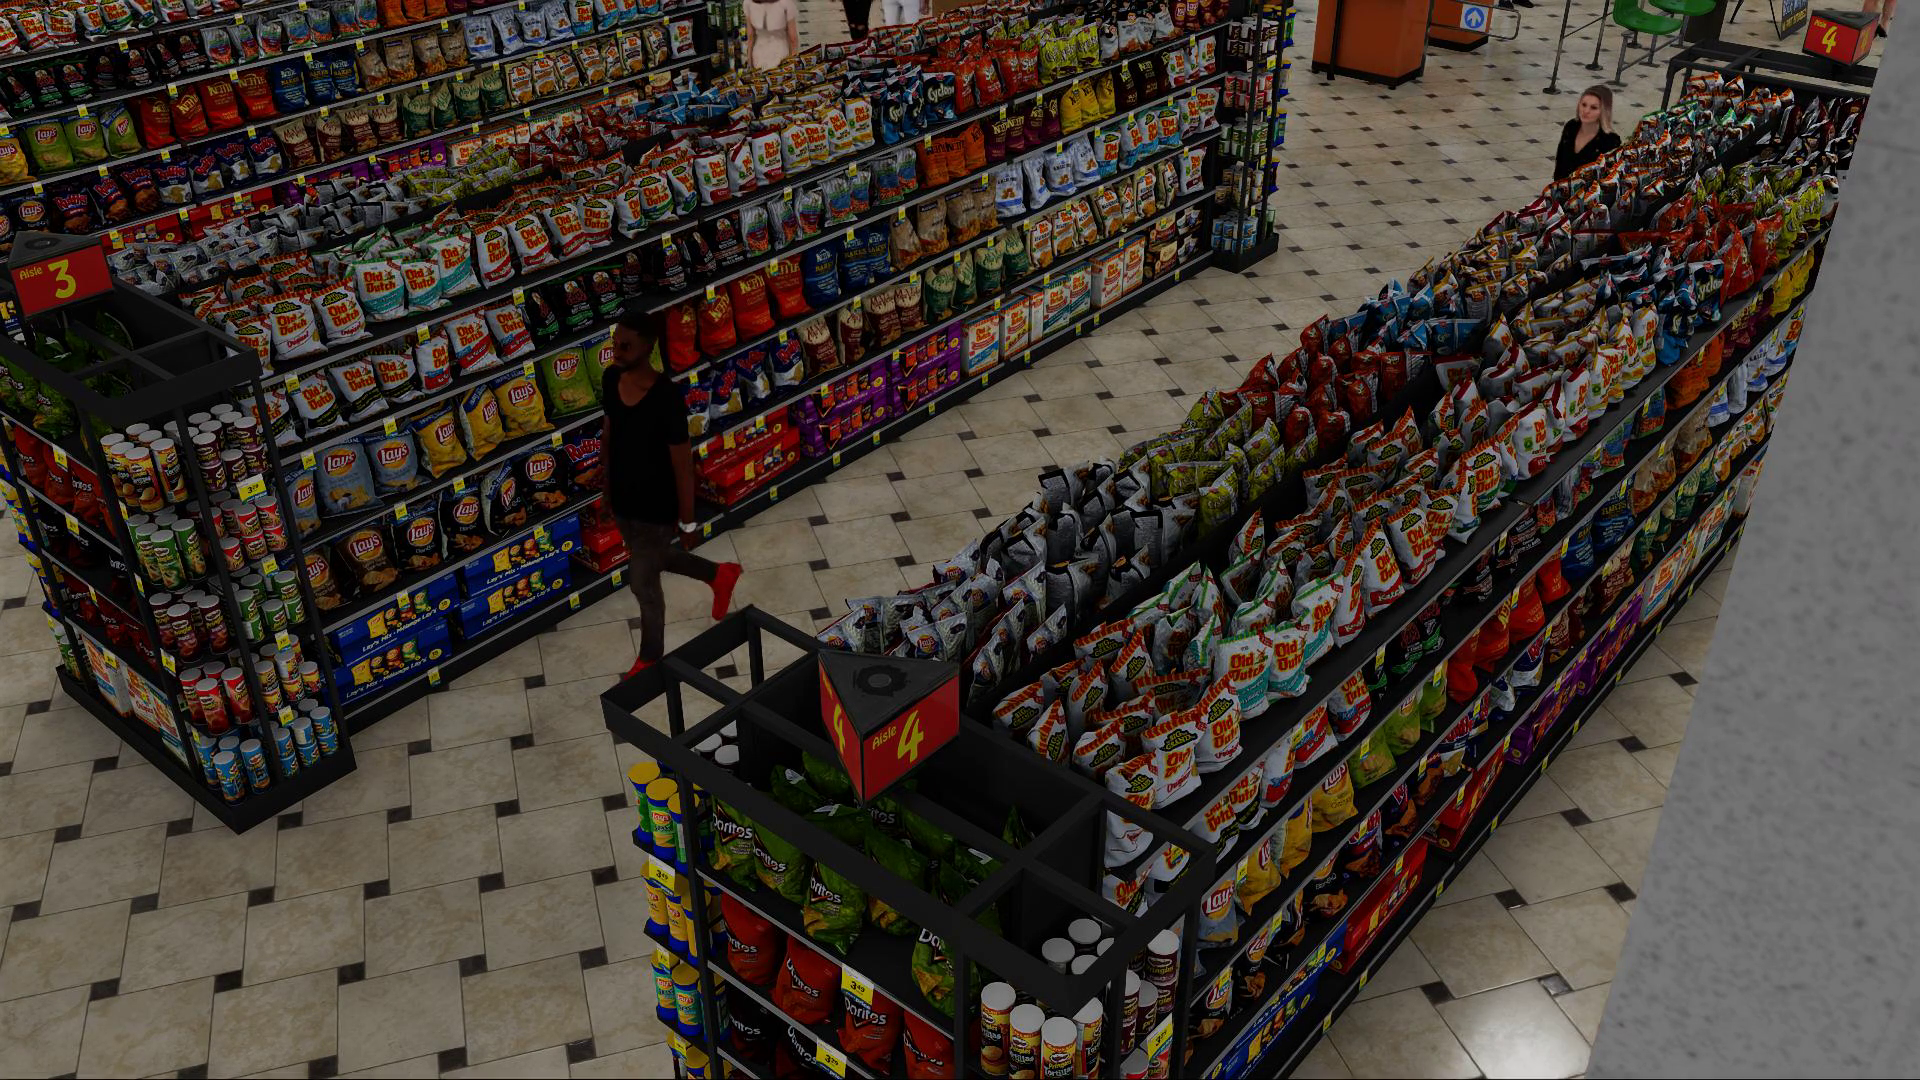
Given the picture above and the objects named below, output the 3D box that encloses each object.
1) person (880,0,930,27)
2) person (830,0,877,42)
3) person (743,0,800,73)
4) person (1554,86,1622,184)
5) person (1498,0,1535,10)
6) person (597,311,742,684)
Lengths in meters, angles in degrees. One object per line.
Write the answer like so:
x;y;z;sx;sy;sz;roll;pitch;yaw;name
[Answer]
-0.523;-4.853;14.927;0.715;1.706;0.687;13;34;20;person
-0.958;-5.207;15.723;0.726;1.467;0.810;11;34;17;person
-1.470;-3.607;12.907;0.820;1.723;0.960;7;33;11;person
3.926;-2.032;10.456;1.168;1.641;0.715;-25;40;-34;person
6.017;-6.589;17.609;0.683;1.820;0.809;-11;34;-17;person
-1.316;-0.198;7.378;0.685;1.778;1.101;26;40;35;person
